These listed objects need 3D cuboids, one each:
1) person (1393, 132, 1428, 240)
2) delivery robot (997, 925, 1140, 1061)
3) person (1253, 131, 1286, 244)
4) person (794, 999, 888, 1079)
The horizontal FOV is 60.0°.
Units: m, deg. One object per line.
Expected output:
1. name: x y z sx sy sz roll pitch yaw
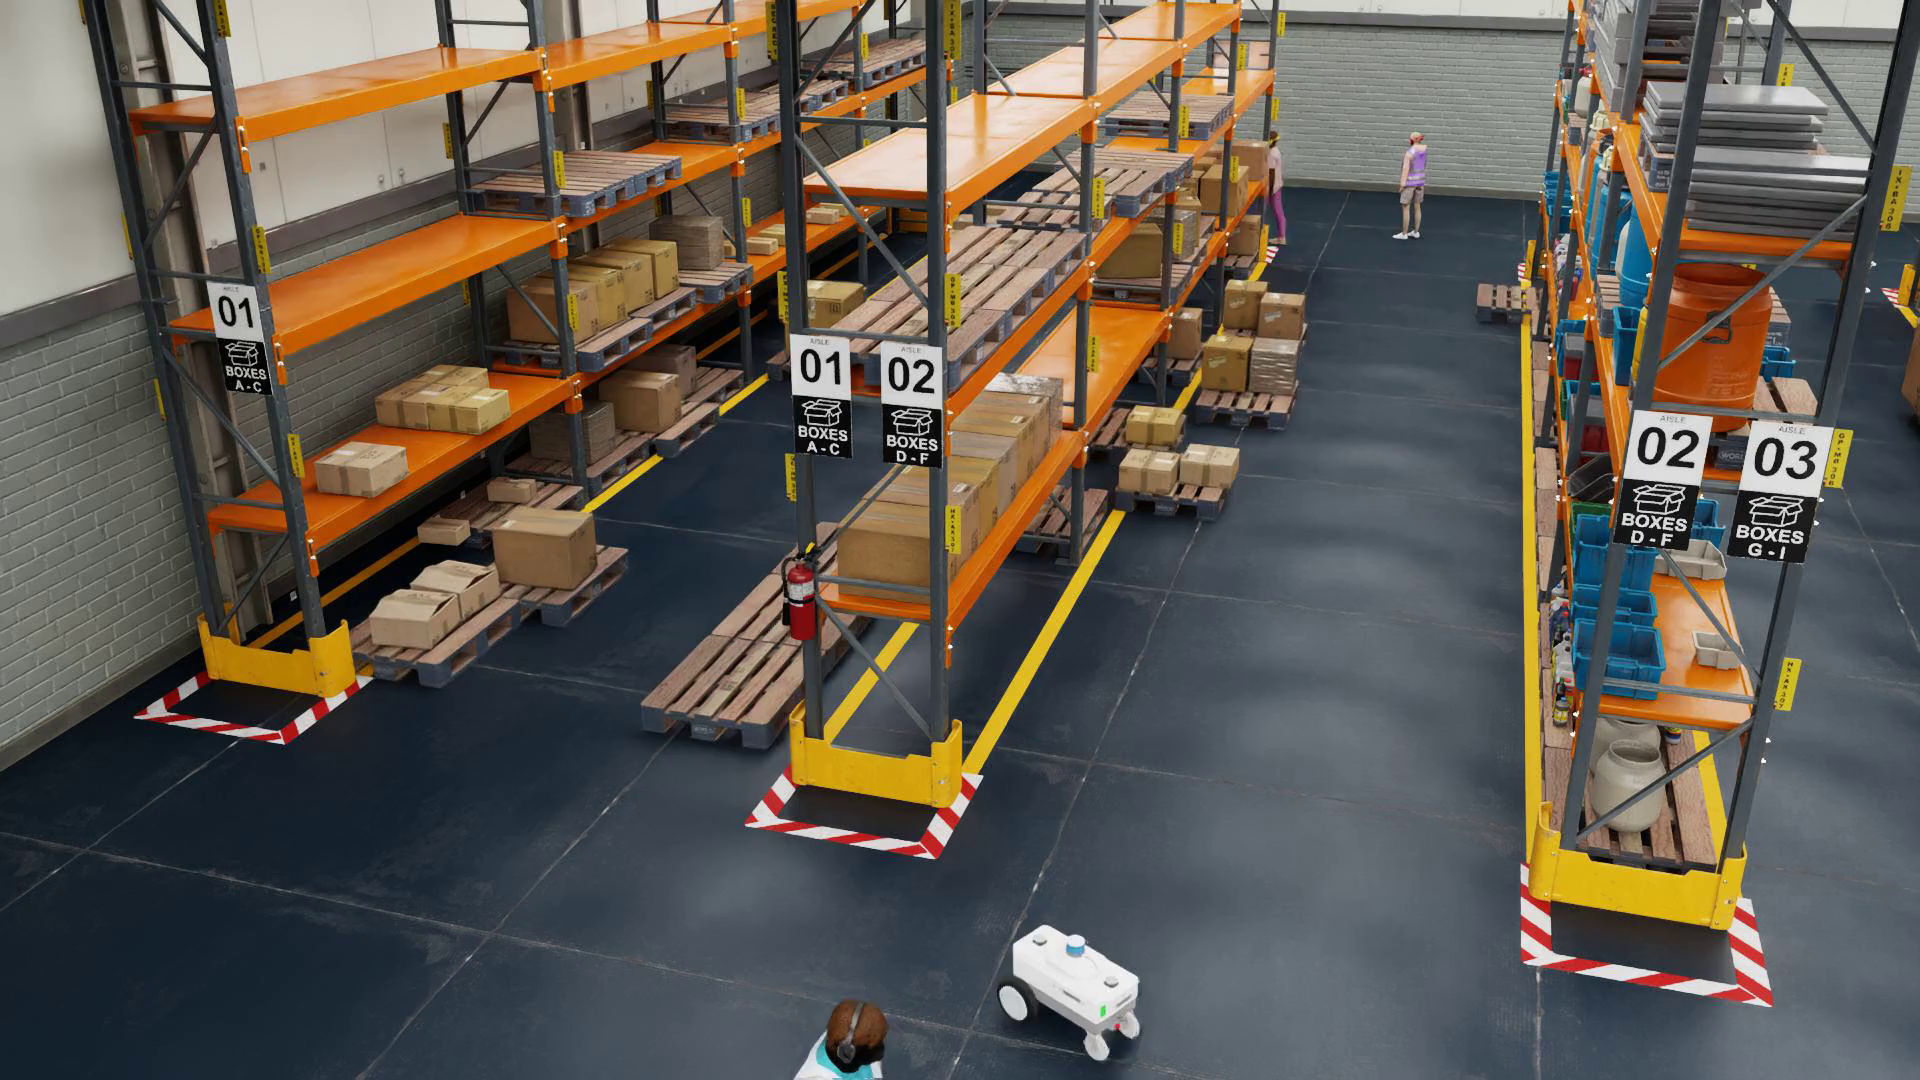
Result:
1. person: 7.184 -5.621 26.416 0.490 1.688 0.348 -14 27 -30
2. delivery robot: 0.612 2.441 9.156 0.784 0.599 0.499 21 31 40
3. person: 4.753 -5.515 26.070 0.910 1.758 0.572 8 25 18
4. person: -0.564 2.669 7.049 0.561 1.815 0.633 7 24 16
